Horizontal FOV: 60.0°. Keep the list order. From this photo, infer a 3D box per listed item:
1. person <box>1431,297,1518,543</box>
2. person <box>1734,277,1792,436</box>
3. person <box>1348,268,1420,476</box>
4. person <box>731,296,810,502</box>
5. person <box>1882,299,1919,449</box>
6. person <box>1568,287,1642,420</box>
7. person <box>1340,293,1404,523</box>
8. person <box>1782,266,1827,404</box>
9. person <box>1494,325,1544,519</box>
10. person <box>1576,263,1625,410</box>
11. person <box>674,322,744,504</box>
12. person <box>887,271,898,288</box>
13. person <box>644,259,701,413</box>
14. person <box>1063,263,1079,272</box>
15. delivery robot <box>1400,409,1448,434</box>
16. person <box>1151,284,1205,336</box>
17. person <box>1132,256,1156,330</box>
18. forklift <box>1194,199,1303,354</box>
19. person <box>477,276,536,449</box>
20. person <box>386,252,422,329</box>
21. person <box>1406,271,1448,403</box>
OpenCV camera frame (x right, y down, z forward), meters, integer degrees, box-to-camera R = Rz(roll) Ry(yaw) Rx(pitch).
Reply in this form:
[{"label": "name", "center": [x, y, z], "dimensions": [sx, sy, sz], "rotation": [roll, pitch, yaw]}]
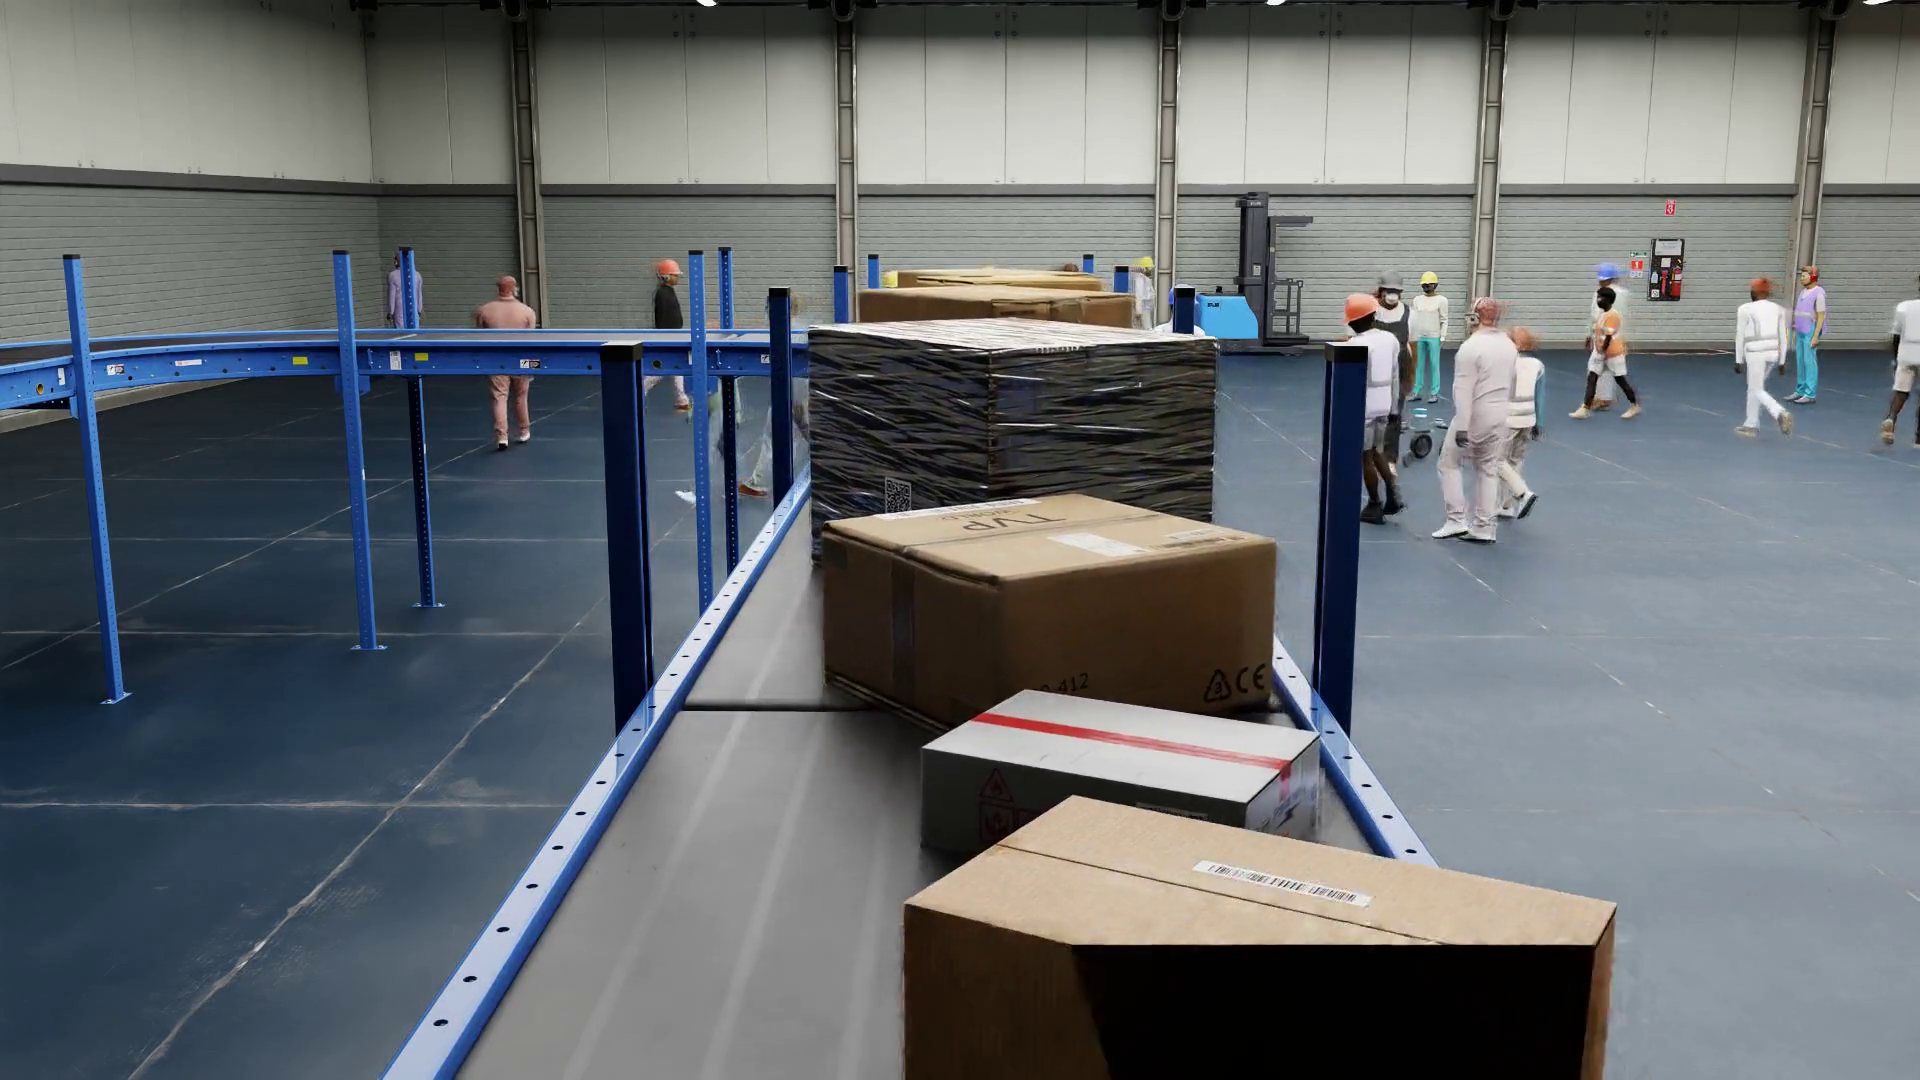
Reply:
[{"label": "person", "center": [3.950, -0.926, 12.883], "dimensions": [0.659, 1.883, 0.567], "rotation": [-8, 13, -34]}, {"label": "person", "center": [9.194, -2.070, 18.912], "dimensions": [0.556, 1.836, 0.824], "rotation": [-3, 11, -16]}, {"label": "person", "center": [4.149, -1.654, 16.335], "dimensions": [0.693, 2.000, 0.746], "rotation": [2, 11, 9]}, {"label": "person", "center": [-1.463, -1.258, 14.649], "dimensions": [1.125, 1.866, 0.645], "rotation": [3, 11, 14]}, {"label": "person", "center": [10.367, -1.954, 18.008], "dimensions": [0.735, 1.950, 0.616], "rotation": [-9, 14, -40]}, {"label": "person", "center": [8.081, -2.314, 20.627], "dimensions": [0.877, 1.650, 0.527], "rotation": [0, 11, 0]}, {"label": "person", "center": [3.337, -1.074, 13.651], "dimensions": [0.588, 1.887, 0.403], "rotation": [-7, 13, -33]}, {"label": "person", "center": [11.468, -2.770, 22.465], "dimensions": [0.373, 1.843, 0.572], "rotation": [0, 11, 2]}, {"label": "person", "center": [4.573, -0.947, 13.655], "dimensions": [0.527, 1.621, 0.559], "rotation": [-5, 12, -24]}, {"label": "person", "center": [8.237, -2.617, 21.498], "dimensions": [0.713, 1.906, 0.666], "rotation": [-1, 11, -5]}, {"label": "person", "center": [-2.202, -1.110, 14.572], "dimensions": [0.522, 1.584, 0.867], "rotation": [10, 15, 43]}, {"label": "person", "center": [-0.684, -2.031, 18.539], "dimensions": [0.611, 1.890, 0.869], "rotation": [-3, 12, -17]}, {"label": "person", "center": [-3.807, -2.618, 21.379], "dimensions": [0.873, 1.965, 0.622], "rotation": [0, 11, -1]}, {"label": "person", "center": [1.718, -3.349, 25.591], "dimensions": [1.019, 1.784, 0.628], "rotation": [-6, 12, -27]}, {"label": "delivery robot", "center": [4.743, -1.235, 17.100], "dimensions": [0.698, 0.223, 0.335], "rotation": [-6, 13, -30]}, {"label": "person", "center": [1.817, -1.159, 13.915], "dimensions": [0.605, 1.951, 0.383], "rotation": [-8, 13, -34]}, {"label": "person", "center": [3.218, -4.031, 29.033], "dimensions": [0.415, 1.818, 0.594], "rotation": [3, 11, 14]}, {"label": "forklift", "center": [5.313, -4.851, 30.603], "dimensions": [1.873, 2.768, 1.129], "rotation": [0, 11, 1]}, {"label": "person", "center": [-4.941, -1.940, 18.175], "dimensions": [0.651, 1.861, 0.989], "rotation": [-2, 11, -10]}, {"label": "person", "center": [-9.301, -3.843, 27.817], "dimensions": [0.407, 1.910, 0.640], "rotation": [9, 14, 39]}, {"label": "person", "center": [6.344, -2.750, 22.568], "dimensions": [0.528, 1.767, 0.329], "rotation": [11, 15, 44]}]
